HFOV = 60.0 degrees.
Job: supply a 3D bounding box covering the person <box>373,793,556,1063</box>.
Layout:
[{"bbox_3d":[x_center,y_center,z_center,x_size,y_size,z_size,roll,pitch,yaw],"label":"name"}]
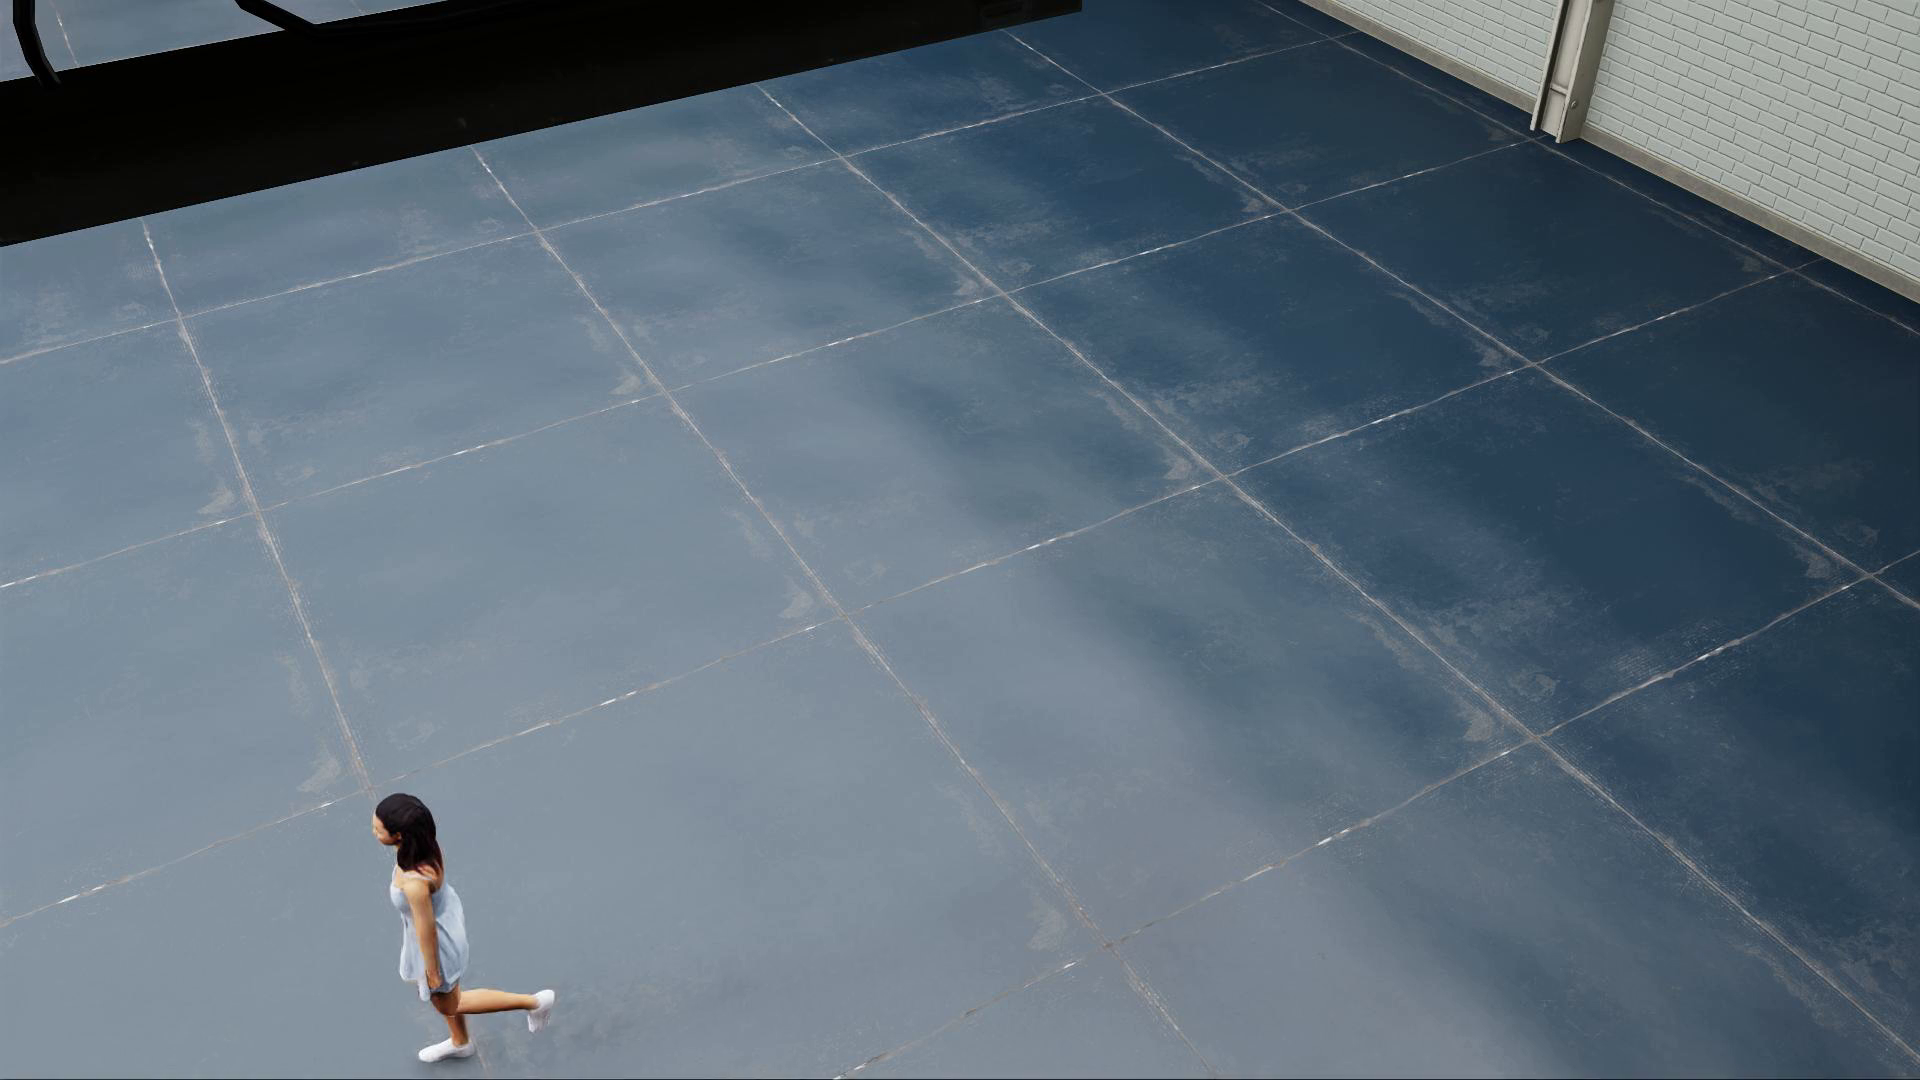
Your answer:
[{"bbox_3d":[-2.275,1.780,7.515,0.793,1.717,0.905,-11,39,-14],"label":"person"}]
